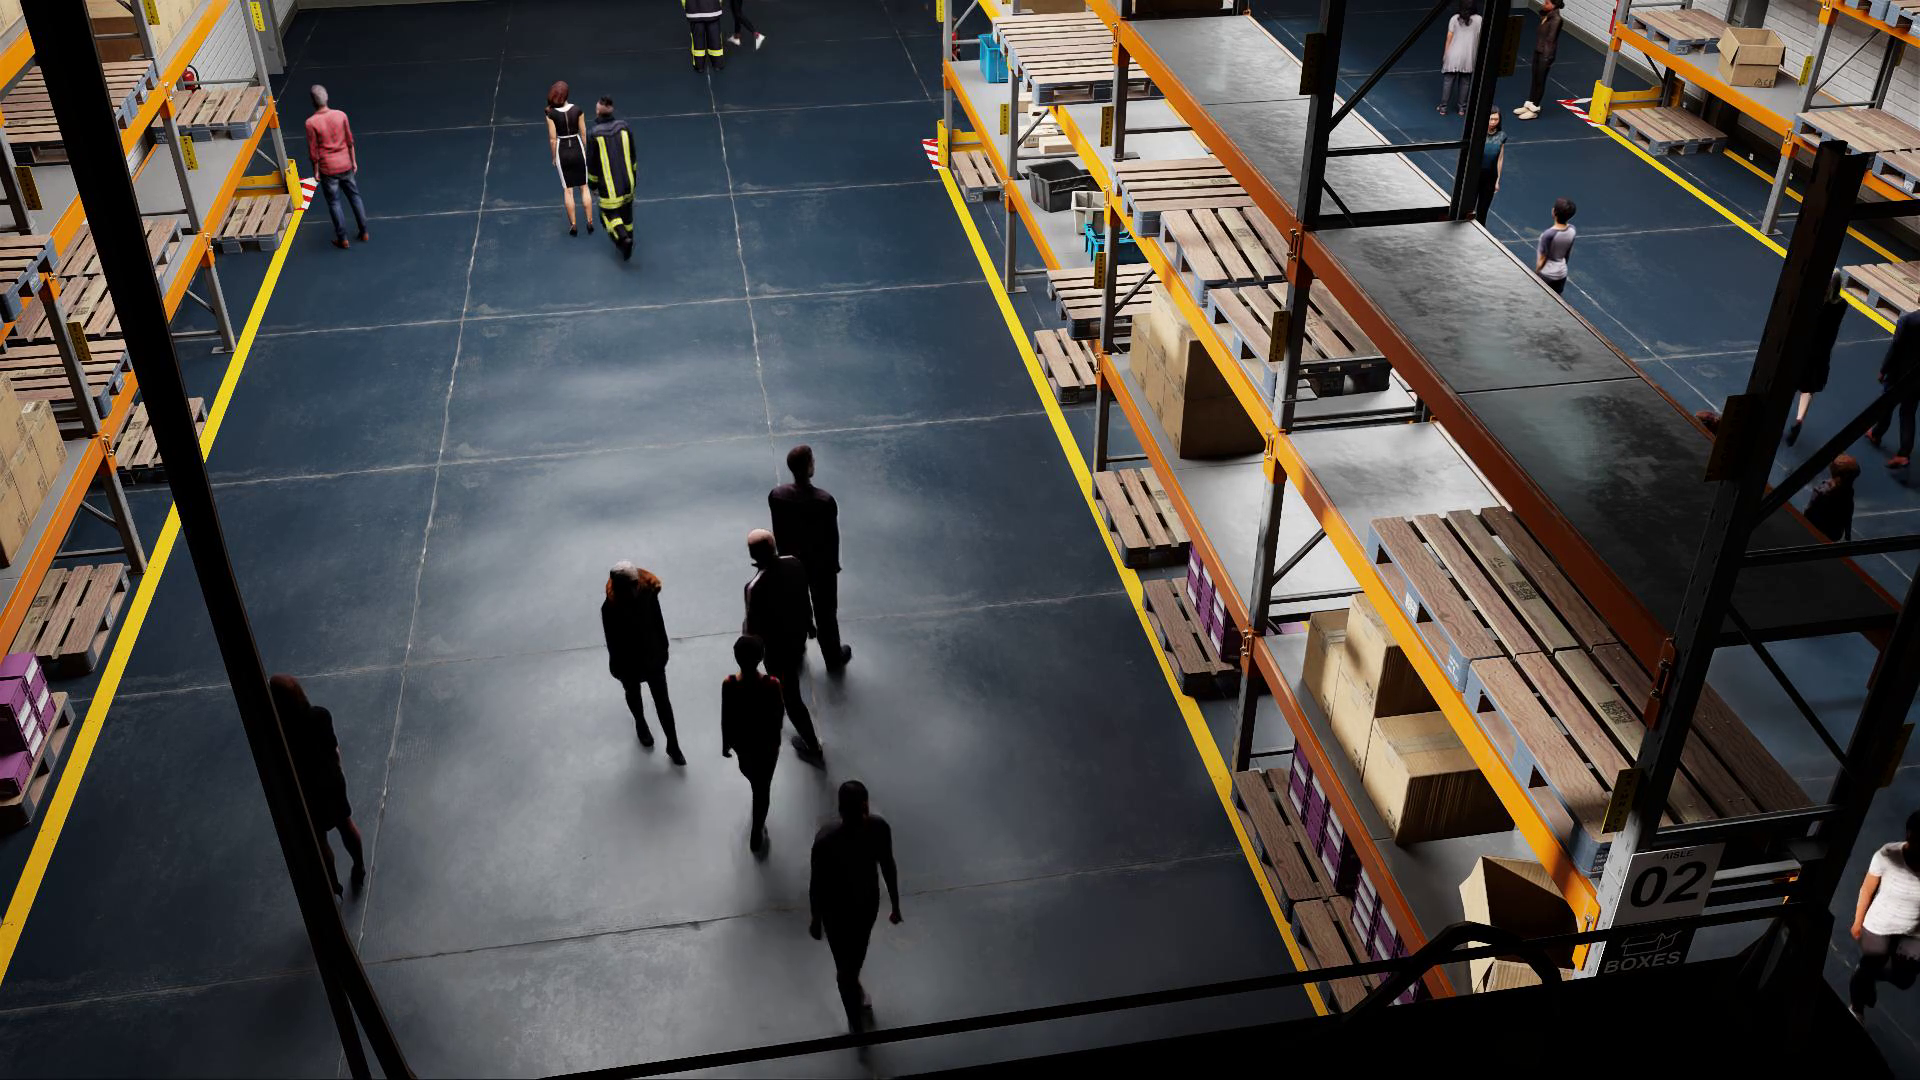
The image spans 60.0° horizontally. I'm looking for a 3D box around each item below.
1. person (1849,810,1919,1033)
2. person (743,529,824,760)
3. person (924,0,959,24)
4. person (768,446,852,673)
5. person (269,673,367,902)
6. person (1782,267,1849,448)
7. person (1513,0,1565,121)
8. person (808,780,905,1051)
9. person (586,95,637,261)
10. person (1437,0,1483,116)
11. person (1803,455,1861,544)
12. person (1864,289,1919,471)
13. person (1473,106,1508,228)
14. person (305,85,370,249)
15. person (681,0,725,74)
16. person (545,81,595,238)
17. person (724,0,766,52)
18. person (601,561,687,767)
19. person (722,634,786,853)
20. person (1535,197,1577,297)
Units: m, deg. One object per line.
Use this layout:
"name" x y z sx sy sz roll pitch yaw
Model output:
"person" 5.233 2.103 9.375 0.711 1.633 0.776 5 34 8
"person" -1.125 0.759 11.254 1.141 1.793 1.073 24 40 31
"person" -0.324 -8.943 25.813 0.802 1.834 0.748 -11 35 -17
"person" -1.119 0.139 12.142 0.773 1.841 0.758 9 35 14
"person" -3.952 1.519 10.190 0.693 1.705 0.654 25 41 33
"person" 7.585 -1.595 14.861 0.927 1.720 1.092 12 35 17
"person" 7.835 -6.499 22.287 0.619 1.666 0.555 -24 40 -31
"person" -0.650 2.007 9.418 0.826 1.746 0.900 -19 38 -26
"person" -3.779 -3.970 18.323 0.982 1.842 1.078 -23 40 -30
"person" 6.755 -6.554 22.421 0.697 1.611 0.726 3 34 4
"person" 6.583 -0.057 12.822 0.751 1.416 1.039 -18 38 -25
"person" 8.387 -1.408 14.610 0.878 1.686 1.200 2 34 3
"person" 5.760 -3.958 18.400 0.598 1.737 0.546 0 34 1
"person" -7.024 -4.204 18.686 0.763 1.830 0.761 -28 43 -35
"person" -3.705 -7.738 23.869 0.758 1.979 0.616 -6 34 -9
"person" -4.418 -4.326 18.902 0.612 1.795 0.536 -11 35 -16
"person" -3.237 -8.129 24.710 1.150 1.700 1.079 22 39 29
"person" -2.244 0.763 11.415 0.777 1.608 0.934 -18 38 -25
"person" -1.332 1.329 10.644 0.755 1.518 1.053 4 34 5
"person" 5.908 -2.683 16.638 0.622 1.565 0.602 -15 36 -21
